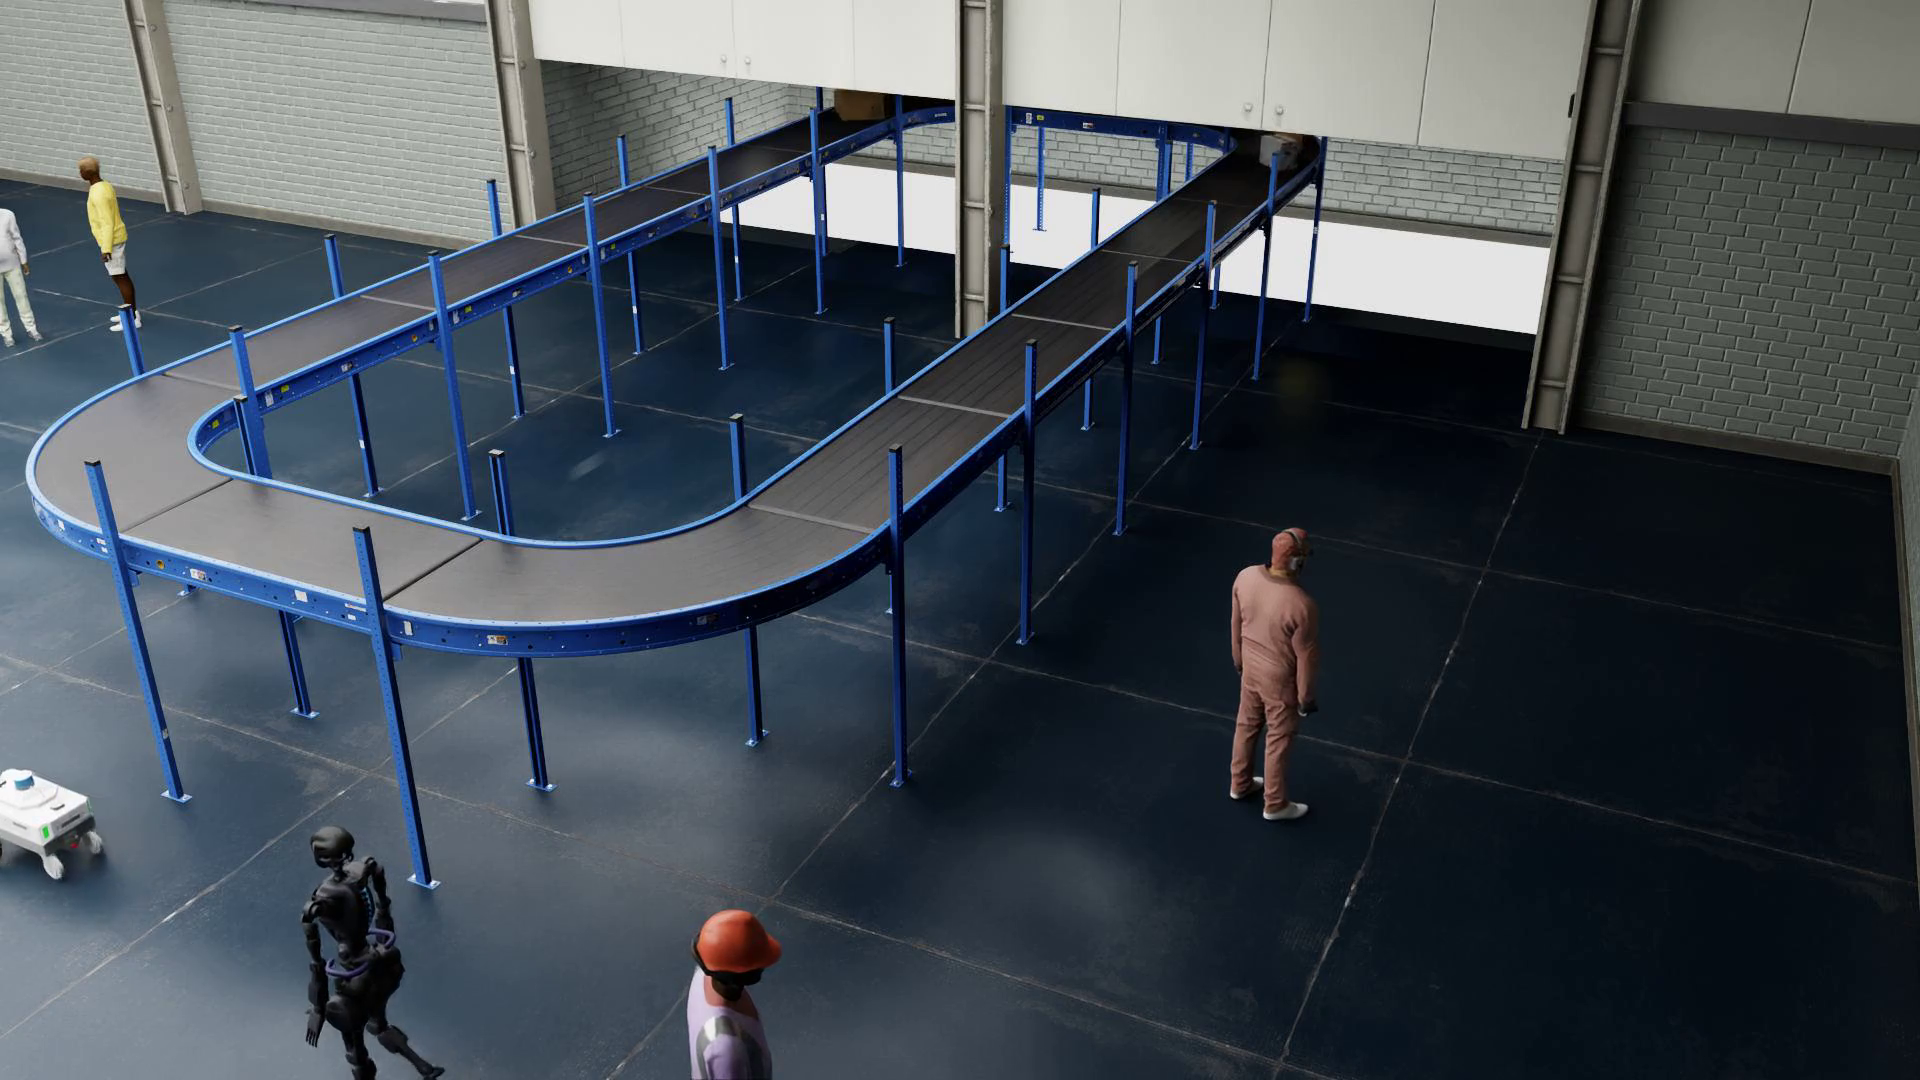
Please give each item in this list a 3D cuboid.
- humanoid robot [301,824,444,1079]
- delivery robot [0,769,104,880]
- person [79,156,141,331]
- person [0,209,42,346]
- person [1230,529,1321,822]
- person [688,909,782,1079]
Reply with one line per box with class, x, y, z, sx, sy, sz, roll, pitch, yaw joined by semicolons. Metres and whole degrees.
humanoid robot;-2.762;2.059;7.755;0.466;1.643;0.609;9;28;17
delivery robot;-5.502;1.644;9.863;0.811;0.614;0.499;13;29;24
person;-9.300;-3.249;18.190;0.377;1.900;0.544;-10;28;-19
person;-10.249;-2.944;17.750;0.566;1.746;0.341;-23;34;-38
person;1.915;0.801;10.024;0.403;1.904;0.643;-17;31;-30
person;-0.884;2.335;6.779;0.389;2.040;0.613;-7;27;-13
